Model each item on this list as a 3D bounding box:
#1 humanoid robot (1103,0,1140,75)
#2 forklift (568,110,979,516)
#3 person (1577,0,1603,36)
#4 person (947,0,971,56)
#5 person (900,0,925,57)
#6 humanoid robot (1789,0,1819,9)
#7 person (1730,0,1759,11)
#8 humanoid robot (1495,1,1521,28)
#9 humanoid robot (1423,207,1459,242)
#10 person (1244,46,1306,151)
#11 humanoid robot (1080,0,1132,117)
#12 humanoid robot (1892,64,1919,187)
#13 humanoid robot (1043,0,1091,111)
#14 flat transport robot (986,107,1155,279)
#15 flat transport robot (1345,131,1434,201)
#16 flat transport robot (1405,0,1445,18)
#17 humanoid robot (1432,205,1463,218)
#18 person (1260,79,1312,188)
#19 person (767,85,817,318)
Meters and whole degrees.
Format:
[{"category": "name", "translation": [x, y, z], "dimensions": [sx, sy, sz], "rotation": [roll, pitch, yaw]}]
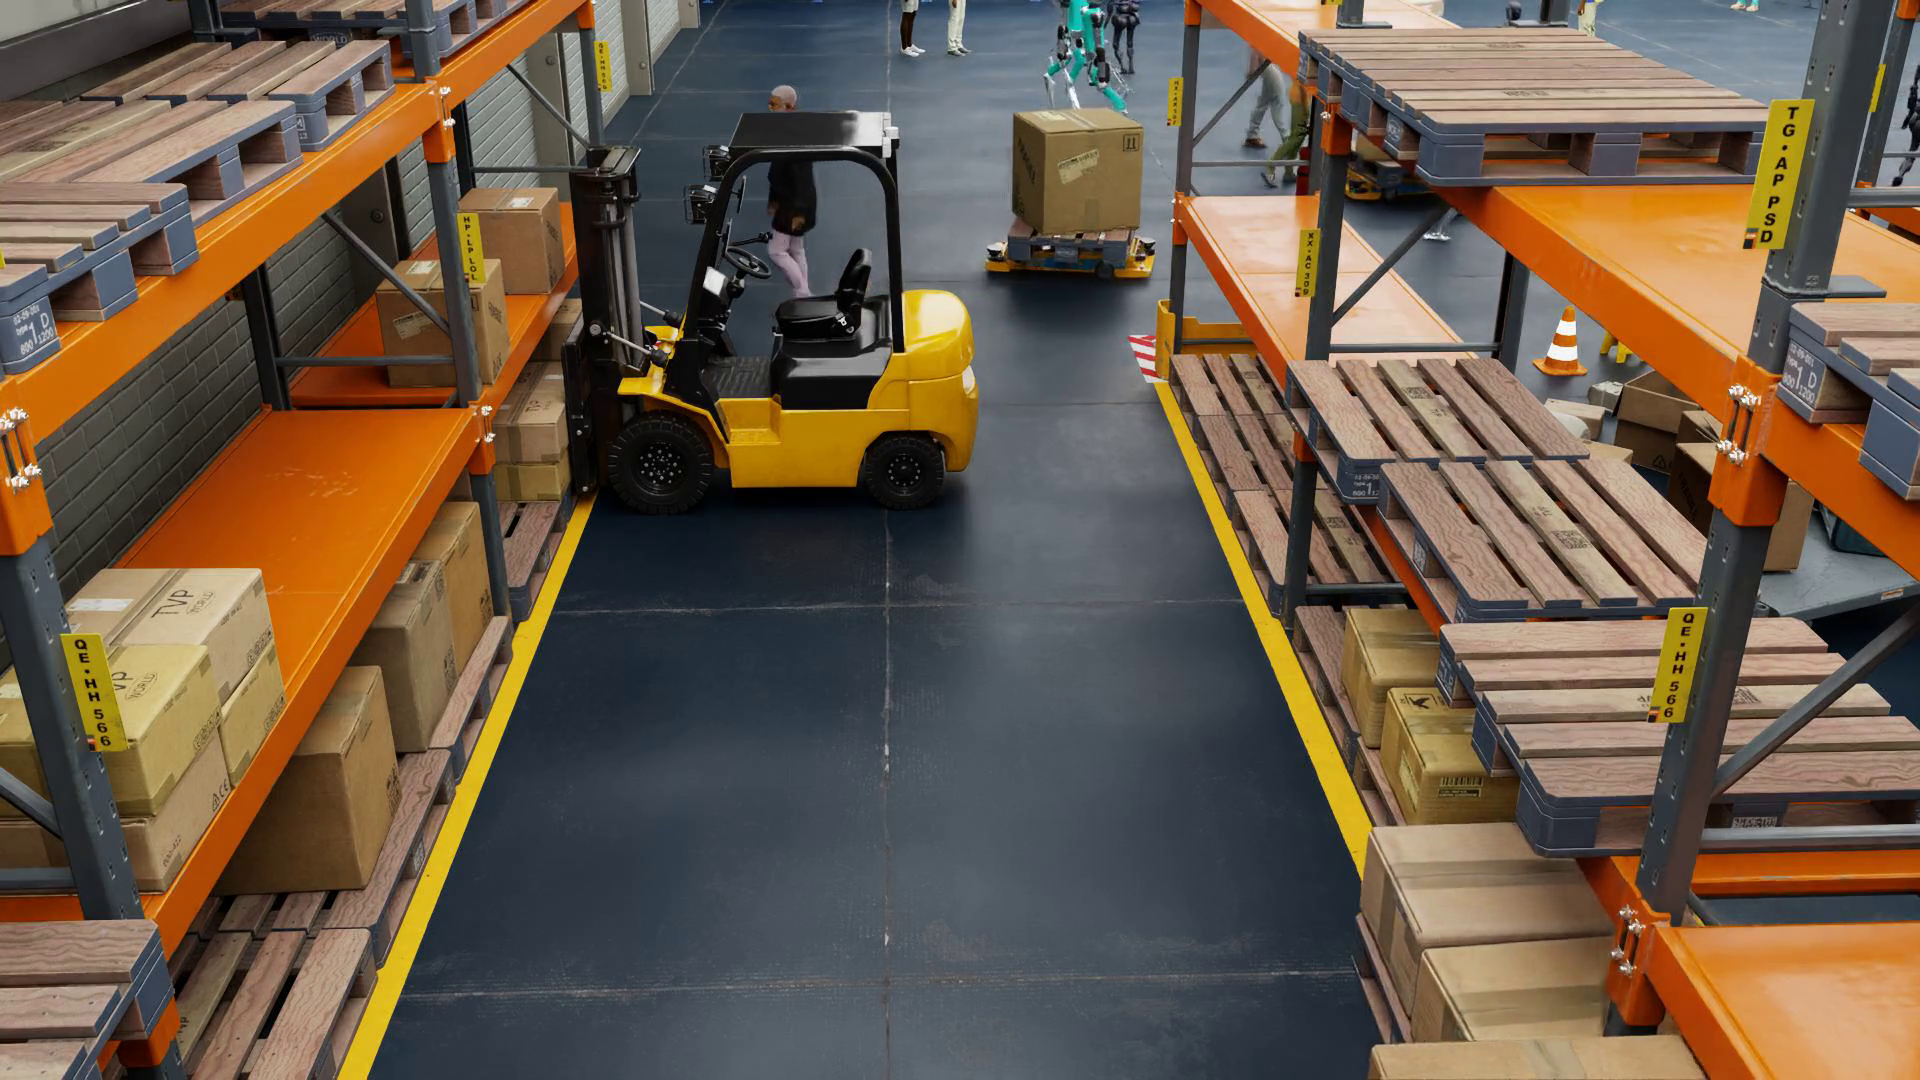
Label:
[{"category": "humanoid robot", "translation": [2.293, -7.355, 23.237], "dimensions": [0.593, 1.656, 0.341], "rotation": [-17, 30, -32]}, {"category": "forklift", "translation": [-1.043, -1.379, 9.976], "dimensions": [2.313, 2.155, 1.214], "rotation": [-1, 25, -2]}, {"category": "person", "translation": [8.867, -7.560, 23.433], "dimensions": [0.405, 1.885, 0.517], "rotation": [14, 29, 27]}, {"category": "person", "translation": [-0.005, -8.119, 24.771], "dimensions": [0.348, 1.743, 0.559], "rotation": [8, 26, 16]}, {"category": "person", "translation": [-0.742, -8.196, 24.751], "dimensions": [0.363, 1.898, 0.558], "rotation": [7, 26, 14]}, {"category": "humanoid robot", "translation": [15.084, -10.298, 29.480], "dimensions": [0.642, 1.629, 0.604], "rotation": [22, 33, 38]}, {"category": "person", "translation": [13.964, -10.261, 29.107], "dimensions": [0.369, 1.917, 0.491], "rotation": [-14, 29, -27]}, {"category": "humanoid robot", "translation": [6.133, -5.249, 18.815], "dimensions": [0.590, 1.640, 0.733], "rotation": [-7, 26, -14]}, {"category": "humanoid robot", "translation": [4.515, -3.548, 15.124], "dimensions": [0.668, 1.817, 0.549], "rotation": [19, 31, 35]}, {"category": "person", "translation": [3.610, -5.276, 18.570], "dimensions": [0.967, 1.892, 0.635], "rotation": [21, 33, 38]}, {"category": "humanoid robot", "translation": [1.680, -5.209, 18.667], "dimensions": [0.683, 1.835, 0.541], "rotation": [-5, 26, -11]}, {"category": "humanoid robot", "translation": [9.740, -4.253, 16.673], "dimensions": [0.615, 1.633, 0.593], "rotation": [-21, 32, -37]}, {"category": "humanoid robot", "translation": [1.275, -5.936, 20.181], "dimensions": [0.547, 1.778, 0.909], "rotation": [-16, 29, -30]}, {"category": "flat transport robot", "translation": [0.980, -2.503, 14.603], "dimensions": [1.431, 0.231, 0.659], "rotation": [4, 26, 9]}, {"category": "flat transport robot", "translation": [4.577, -3.696, 17.131], "dimensions": [1.431, 0.231, 0.659], "rotation": [-5, 26, -11]}, {"category": "flat transport robot", "translation": [6.493, -7.576, 25.347], "dimensions": [1.431, 0.231, 0.659], "rotation": [-16, 30, -30]}, {"category": "humanoid robot", "translation": [4.758, -3.922, 16.005], "dimensions": [0.433, 1.653, 0.588], "rotation": [16, 30, 30]}, {"category": "person", "translation": [3.480, -4.518, 17.208], "dimensions": [0.624, 1.686, 0.506], "rotation": [4, 26, 9]}, {"category": "person", "translation": [-1.331, -2.613, 12.990], "dimensions": [0.432, 1.845, 0.559], "rotation": [-4, 26, -9]}]
